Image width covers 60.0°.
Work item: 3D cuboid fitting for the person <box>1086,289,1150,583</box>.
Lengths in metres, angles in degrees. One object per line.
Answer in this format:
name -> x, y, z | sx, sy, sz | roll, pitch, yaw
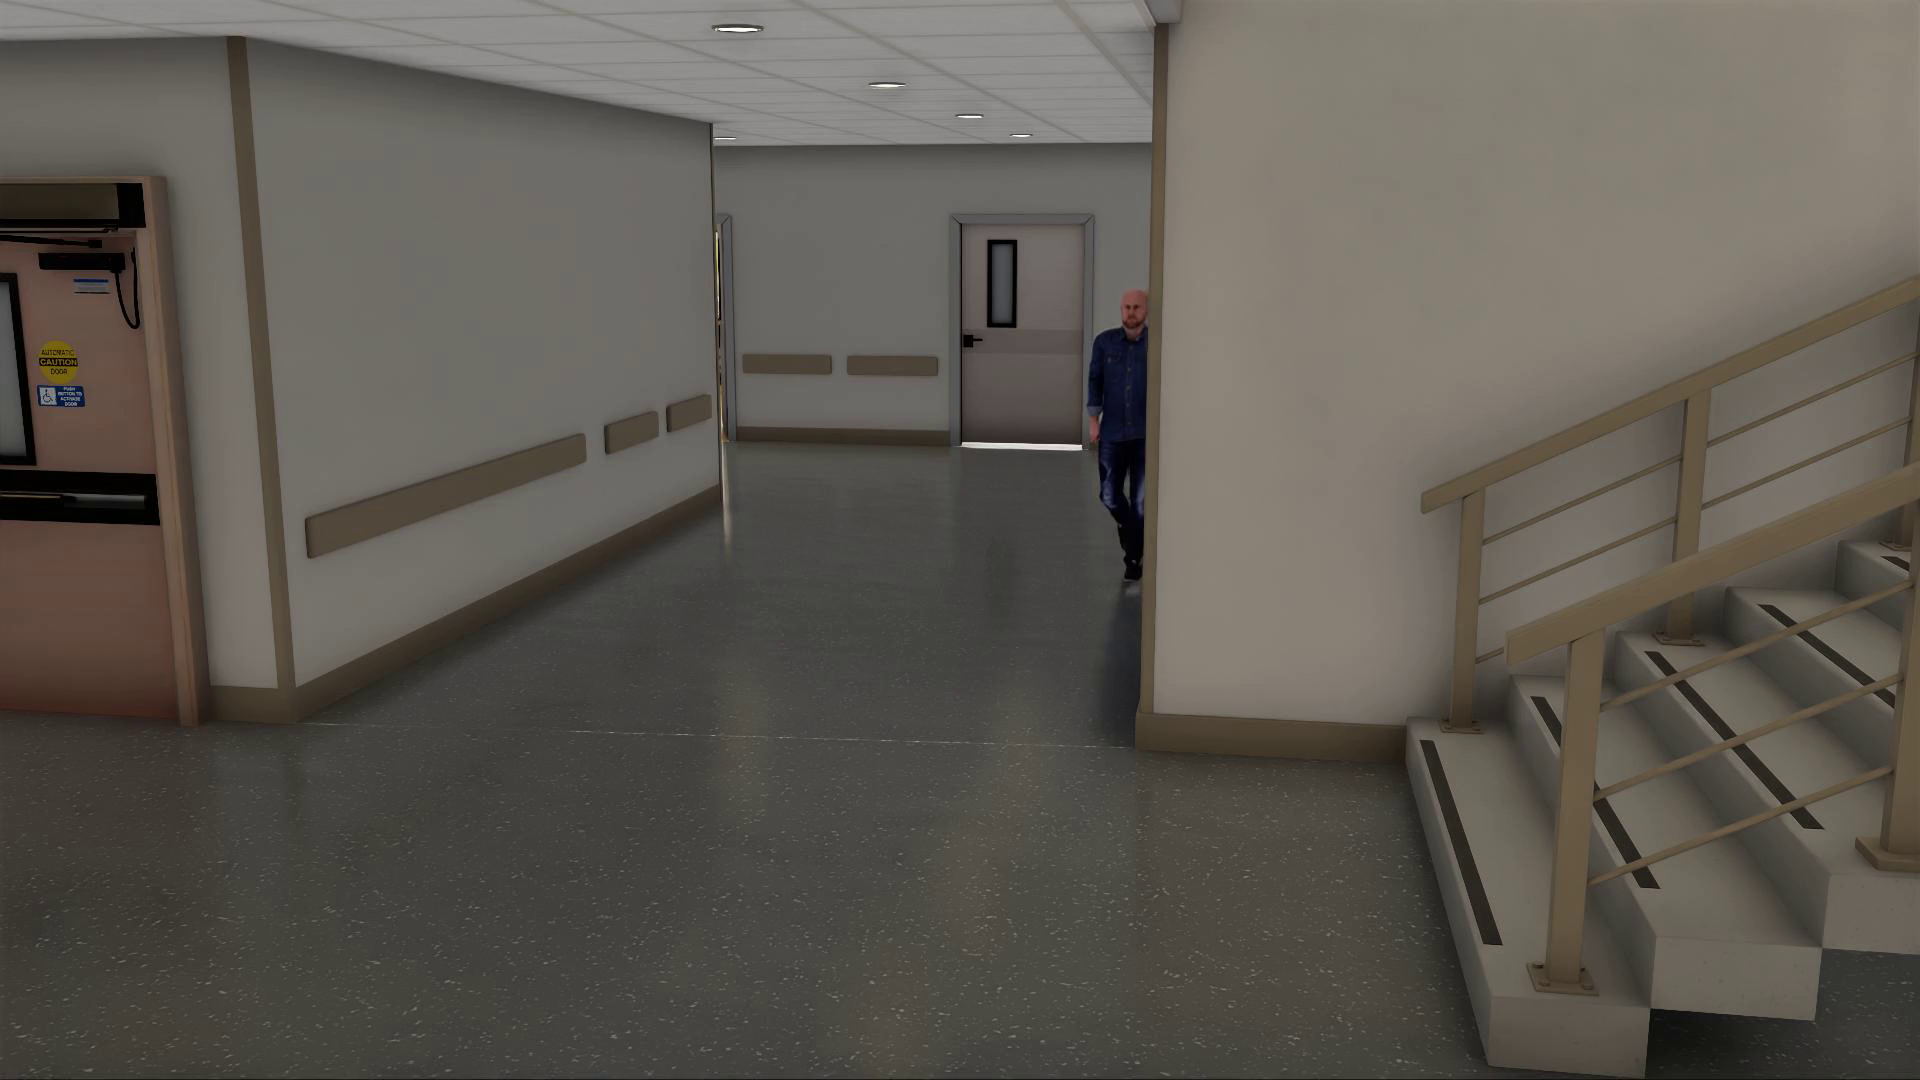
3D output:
person -> 1.089, -0.662, 10.507 | 0.928, 1.802, 0.801 | 2, 11, 11
